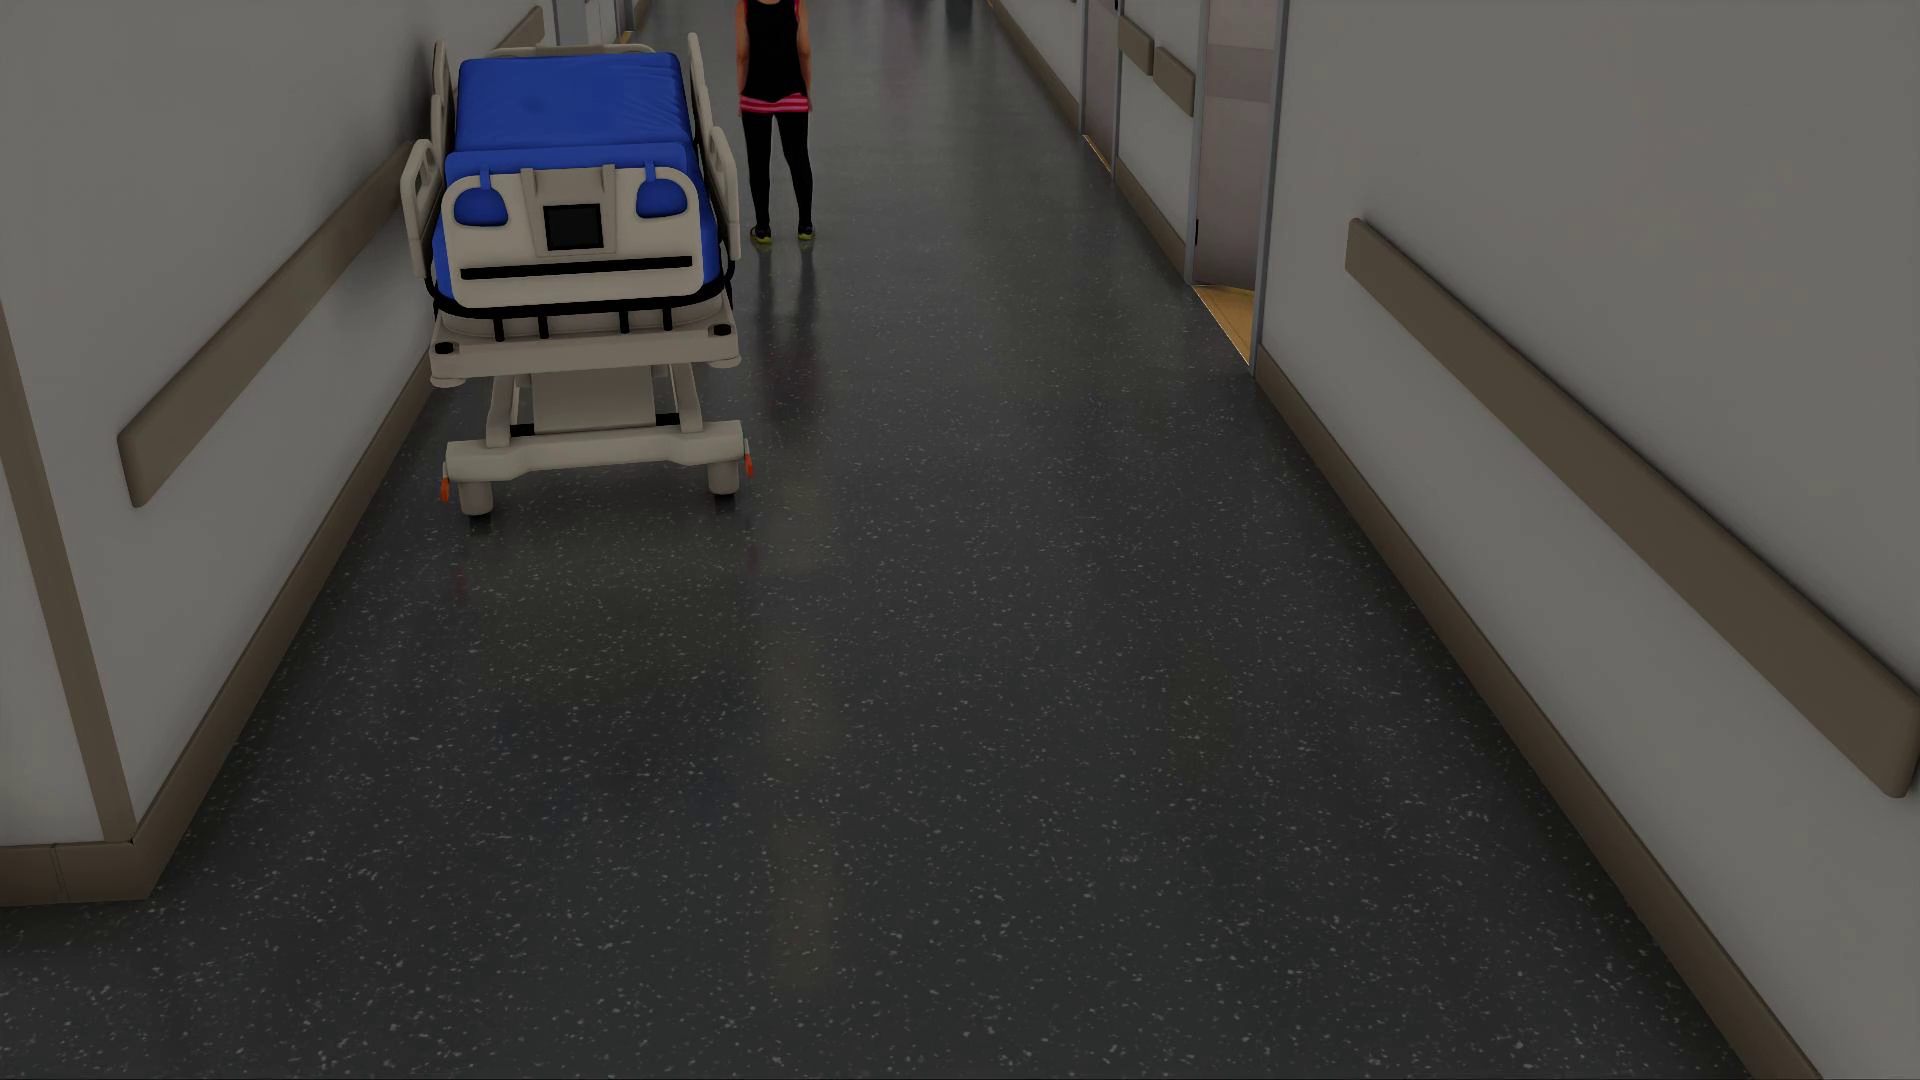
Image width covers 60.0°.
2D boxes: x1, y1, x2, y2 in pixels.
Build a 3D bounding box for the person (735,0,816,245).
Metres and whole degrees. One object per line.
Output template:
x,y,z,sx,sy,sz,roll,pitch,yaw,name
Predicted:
-0.981,-2.351,8.752,0.476,1.551,0.631,-6,26,-12,person
